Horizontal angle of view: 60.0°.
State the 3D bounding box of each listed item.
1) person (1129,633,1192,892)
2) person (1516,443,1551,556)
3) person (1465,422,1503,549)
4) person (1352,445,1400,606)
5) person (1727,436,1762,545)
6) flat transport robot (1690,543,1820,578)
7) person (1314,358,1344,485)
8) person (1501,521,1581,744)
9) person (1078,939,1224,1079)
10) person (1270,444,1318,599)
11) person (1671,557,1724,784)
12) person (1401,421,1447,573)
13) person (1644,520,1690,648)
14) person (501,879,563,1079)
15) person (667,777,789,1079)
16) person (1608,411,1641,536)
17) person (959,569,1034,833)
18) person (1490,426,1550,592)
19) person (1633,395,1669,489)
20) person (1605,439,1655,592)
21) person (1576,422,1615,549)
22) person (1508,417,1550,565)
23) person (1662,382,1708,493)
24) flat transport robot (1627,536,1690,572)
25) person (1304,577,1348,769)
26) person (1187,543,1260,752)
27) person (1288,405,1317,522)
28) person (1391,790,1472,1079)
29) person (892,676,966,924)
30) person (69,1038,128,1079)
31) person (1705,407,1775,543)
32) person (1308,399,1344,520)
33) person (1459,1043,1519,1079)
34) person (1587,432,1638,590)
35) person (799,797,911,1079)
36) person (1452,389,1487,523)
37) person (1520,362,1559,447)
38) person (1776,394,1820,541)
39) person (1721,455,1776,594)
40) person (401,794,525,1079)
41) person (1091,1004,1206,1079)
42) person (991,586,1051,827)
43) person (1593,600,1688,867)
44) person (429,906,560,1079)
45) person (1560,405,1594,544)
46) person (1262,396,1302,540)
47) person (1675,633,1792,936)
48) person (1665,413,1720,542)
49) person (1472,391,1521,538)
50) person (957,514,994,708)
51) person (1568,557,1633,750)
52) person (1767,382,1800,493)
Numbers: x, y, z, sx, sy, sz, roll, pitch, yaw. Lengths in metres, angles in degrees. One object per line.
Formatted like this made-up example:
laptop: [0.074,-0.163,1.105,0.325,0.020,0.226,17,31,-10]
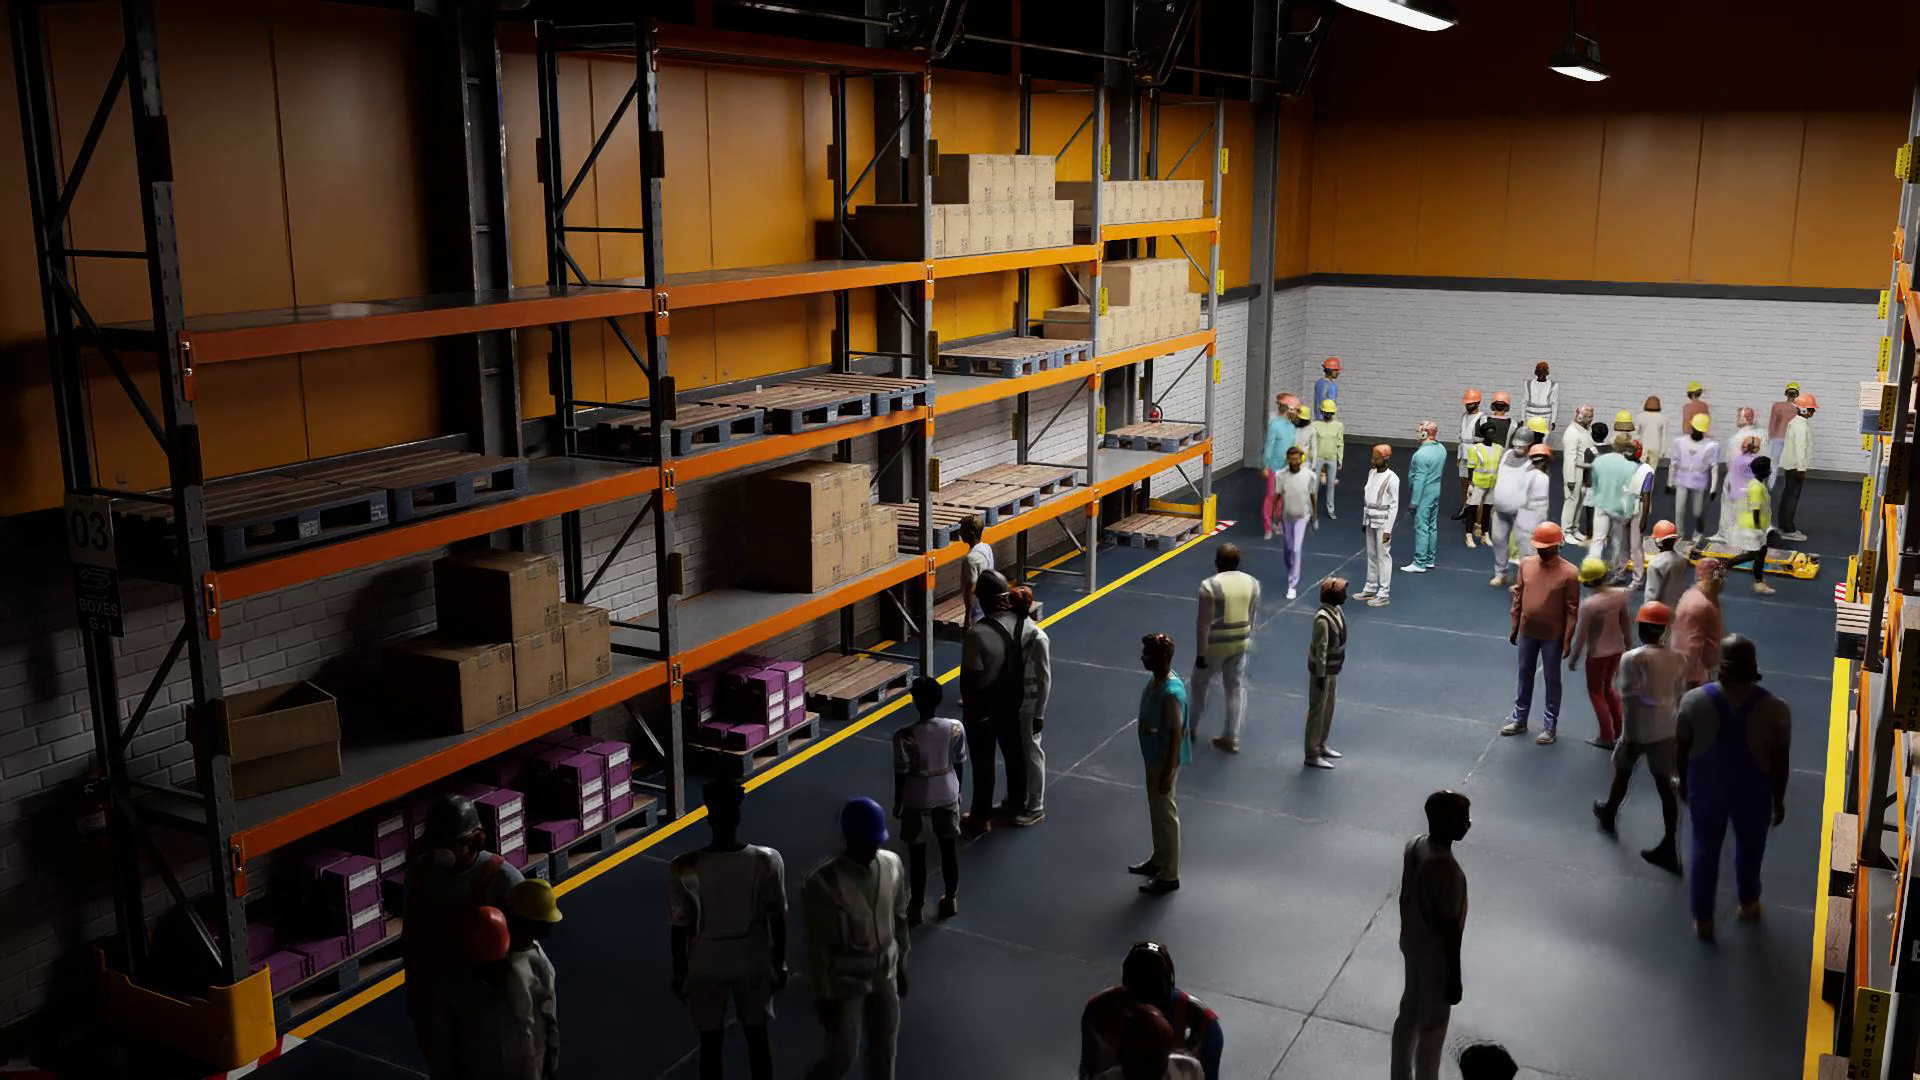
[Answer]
person: [1.420,1.543,11.641,0.373,1.843,0.570,-1,13,-5]
person: [6.646,-0.158,19.171,0.451,1.883,0.590,2,13,8]
person: [6.987,-0.733,22.168,0.533,1.697,0.319,-4,13,-17]
person: [4.839,-0.177,19.260,0.355,1.883,0.576,-4,13,-18]
person: [10.104,-0.540,21.455,0.319,1.631,0.524,2,13,10]
flat transport robot: [10.040,0.241,21.024,1.431,0.197,0.652,8,15,32]
person: [5.898,-1.907,26.673,0.416,2.035,0.635,-3,13,-14]
person: [5.118,0.803,14.641,0.393,1.985,0.611,-11,17,-41]
person: [0.794,2.565,7.109,0.619,1.836,0.431,4,13,16]
person: [3.996,-0.272,19.842,0.554,1.832,0.913,4,13,17]
person: [6.037,1.076,13.685,0.425,1.876,0.741,6,14,27]
person: [5.804,-0.543,20.843,0.407,1.908,0.641,10,16,38]
person: [6.627,0.674,15.744,0.564,1.748,0.339,-9,15,-35]
person: [-2.009,2.432,7.859,0.328,1.759,0.524,-2,13,-10]
person: [-1.189,2.168,8.575,0.614,1.962,0.365,-3,13,-11]
person: [9.087,-0.916,22.895,0.484,1.739,0.320,-3,13,-15]
person: [0.243,1.200,12.735,0.682,2.000,0.535,-10,16,-38]
person: [6.646,-0.399,19.894,0.535,2.000,0.701,-8,15,-31]
person: [10.486,-1.394,25.313,0.510,1.622,0.553,4,13,19]
person: [8.063,-0.306,19.952,0.393,1.836,0.561,-5,13,-20]
person: [8.496,-0.725,22.158,0.534,1.686,0.332,-6,14,-25]
person: [7.261,-0.629,21.222,0.420,1.916,0.590,8,15,31]
person: [11.366,-1.602,25.958,0.525,1.741,0.735,-4,13,-18]
flat transport robot: [8.973,0.188,21.264,0.652,0.197,1.431,8,15,32]
person: [3.103,1.106,14.091,0.316,1.632,0.527,7,14,27]
person: [2.229,0.906,14.582,0.637,1.808,0.831,-6,14,-25]
person: [4.824,-1.065,23.623,0.543,1.728,0.375,0,13,-2]
person: [2.483,2.191,8.743,0.325,1.843,0.517,-3,13,-13]
person: [-0.210,1.731,11.135,0.532,1.698,0.319,-6,14,-24]
person: [-3.124,2.774,6.067,0.603,1.882,0.832,-2,13,-9]
person: [10.539,-0.843,22.289,0.652,1.882,0.787,-7,15,-30]
person: [5.257,-1.155,23.921,0.527,1.761,0.340,-1,13,-3]
person: [2.053,2.740,6.652,0.538,1.686,0.545,0,13,2]
person: [7.909,-0.362,20.099,0.625,1.880,1.002,12,17,42]
person: [-0.535,2.204,8.491,0.622,1.933,0.621,-10,16,-39]
person: [7.283,-1.201,23.741,0.388,1.930,0.545,-5,13,-21]
person: [9.514,-1.988,27.370,0.572,1.883,0.356,6,14,24]
person: [11.428,-1.001,22.694,0.381,1.994,0.613,4,13,15]
person: [9.381,-0.183,19.741,0.679,1.679,0.541,7,14,28]
person: [-2.456,2.220,8.170,0.684,2.000,0.538,3,13,12]
person: [0.695,2.646,6.657,0.622,1.868,0.585,-5,14,-22]
person: [0.471,1.267,12.794,0.354,1.881,0.576,-8,15,-31]
person: [5.080,1.388,12.289,0.551,1.860,1.057,-2,13,-8]
person: [-2.122,2.486,7.666,0.575,1.737,0.355,-7,14,-27]
person: [8.330,-0.885,22.416,0.401,1.893,0.653,9,15,35]
person: [4.349,-0.979,22.725,0.395,1.947,0.725,11,16,40]
person: [5.142,1.569,11.082,0.703,2.000,0.882,7,15,30]
person: [9.651,-0.765,21.908,0.659,1.885,0.759,9,16,36]
person: [7.303,-1.018,22.696,0.619,2.029,0.410,4,13,16]
person: [0.155,0.663,15.614,0.351,1.837,0.502,4,13,16]
person: [5.564,0.978,14.445,0.582,1.716,0.416,-7,14,-27]
person: [12.842,-1.580,25.842,0.530,1.753,0.340,4,13,19]
